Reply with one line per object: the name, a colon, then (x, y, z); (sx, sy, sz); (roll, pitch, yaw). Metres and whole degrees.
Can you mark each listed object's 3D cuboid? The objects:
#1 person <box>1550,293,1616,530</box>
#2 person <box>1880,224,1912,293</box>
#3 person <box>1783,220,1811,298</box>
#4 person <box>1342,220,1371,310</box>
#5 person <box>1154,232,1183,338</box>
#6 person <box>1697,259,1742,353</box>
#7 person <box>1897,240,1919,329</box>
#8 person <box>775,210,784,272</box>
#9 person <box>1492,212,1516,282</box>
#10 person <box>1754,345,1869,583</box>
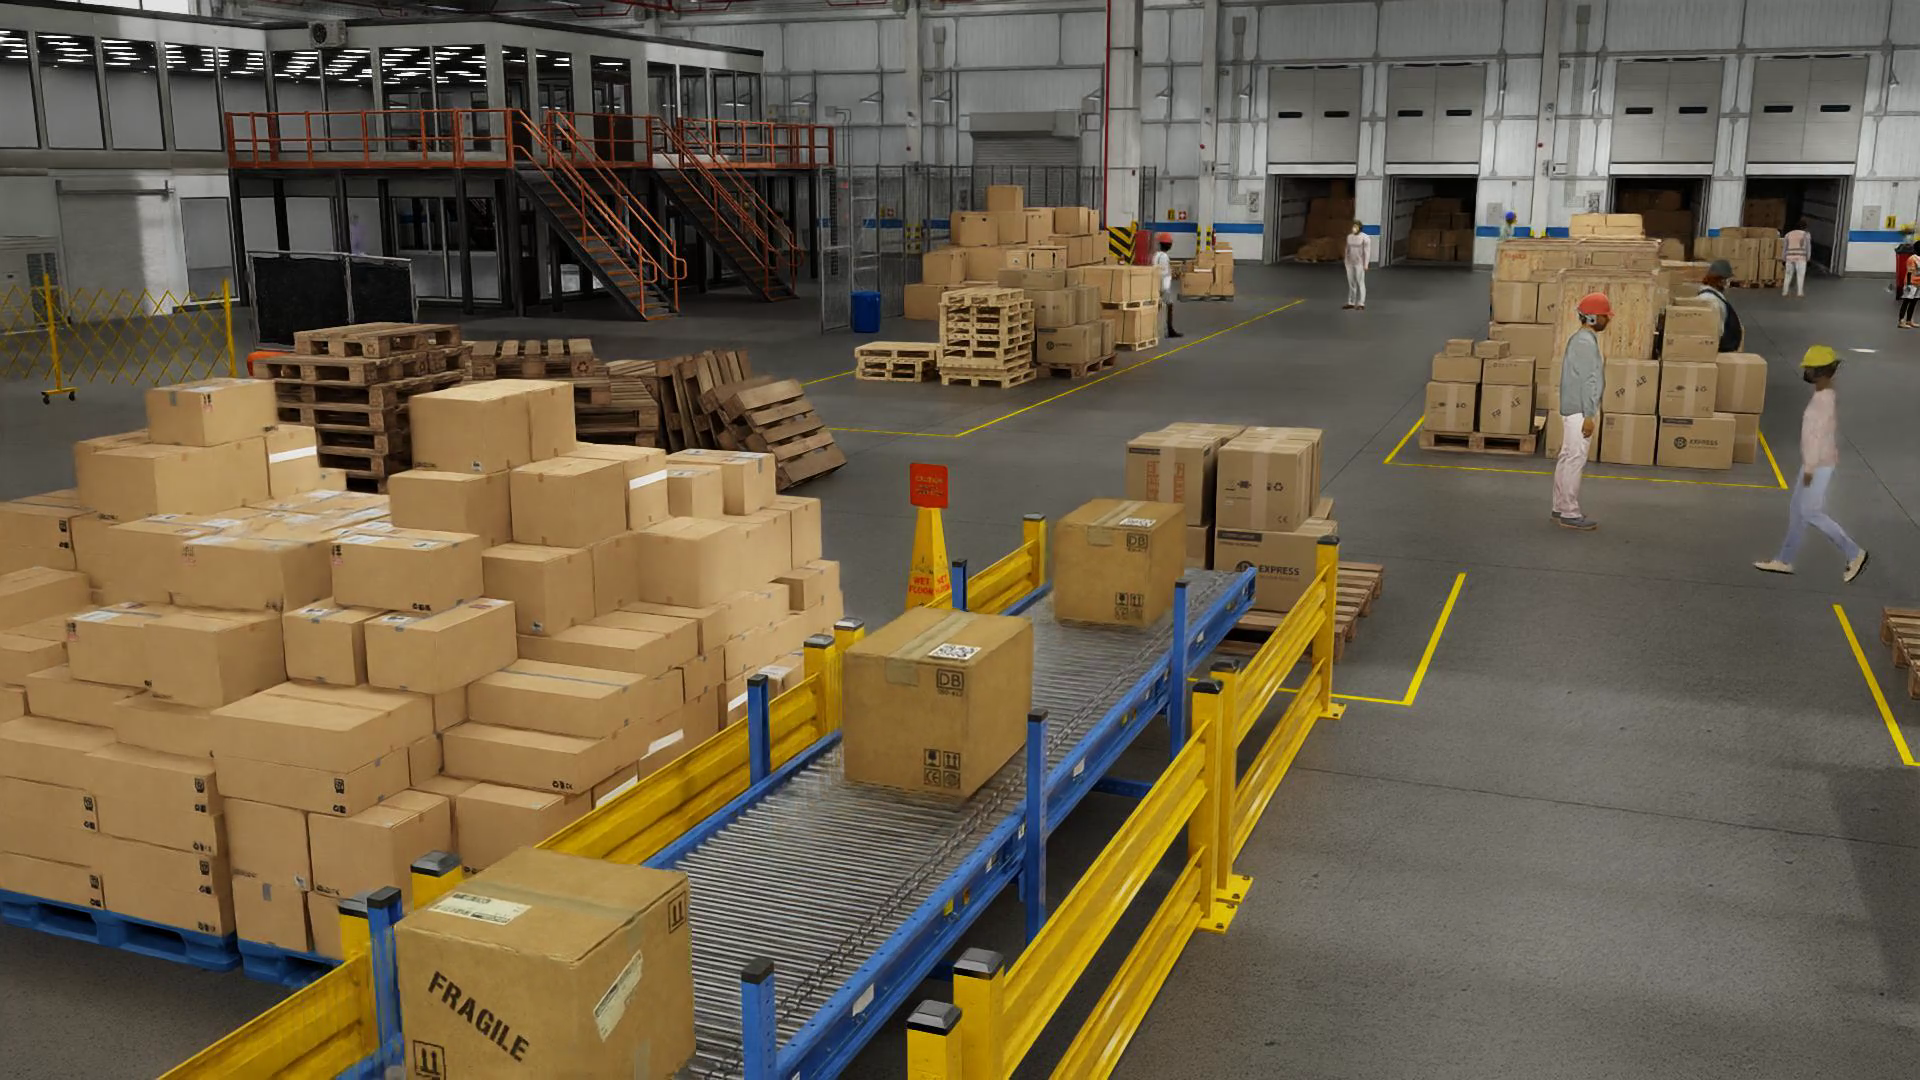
person: (5.278, -1.092, 14.086); (0.396, 1.993, 0.617); (2, 13, 8)
person: (23.180, -6.909, 40.881); (0.893, 1.688, 0.566); (5, 13, 21)
person: (19.773, -6.631, 39.283); (0.429, 1.841, 0.636); (-9, 15, -35)
person: (8.583, -5.950, 36.006); (0.352, 1.937, 0.635); (-9, 15, -34)
person: (3.587, -4.589, 29.975); (0.850, 1.917, 0.548); (-2, 13, -7)
person: (8.675, -2.250, 19.178); (0.882, 2.000, 0.682); (5, 14, 21)
person: (18.269, -4.894, 31.838); (0.533, 1.691, 0.322); (-8, 15, -31)
person: (-5.441, -8.878, 49.437); (0.446, 1.816, 0.632); (-1, 13, -4)
person: (14.461, -7.662, 43.769); (0.651, 1.894, 0.986); (-11, 17, -41)
person: (6.346, -0.564, 12.264); (0.691, 1.742, 0.566); (6, 14, 26)
